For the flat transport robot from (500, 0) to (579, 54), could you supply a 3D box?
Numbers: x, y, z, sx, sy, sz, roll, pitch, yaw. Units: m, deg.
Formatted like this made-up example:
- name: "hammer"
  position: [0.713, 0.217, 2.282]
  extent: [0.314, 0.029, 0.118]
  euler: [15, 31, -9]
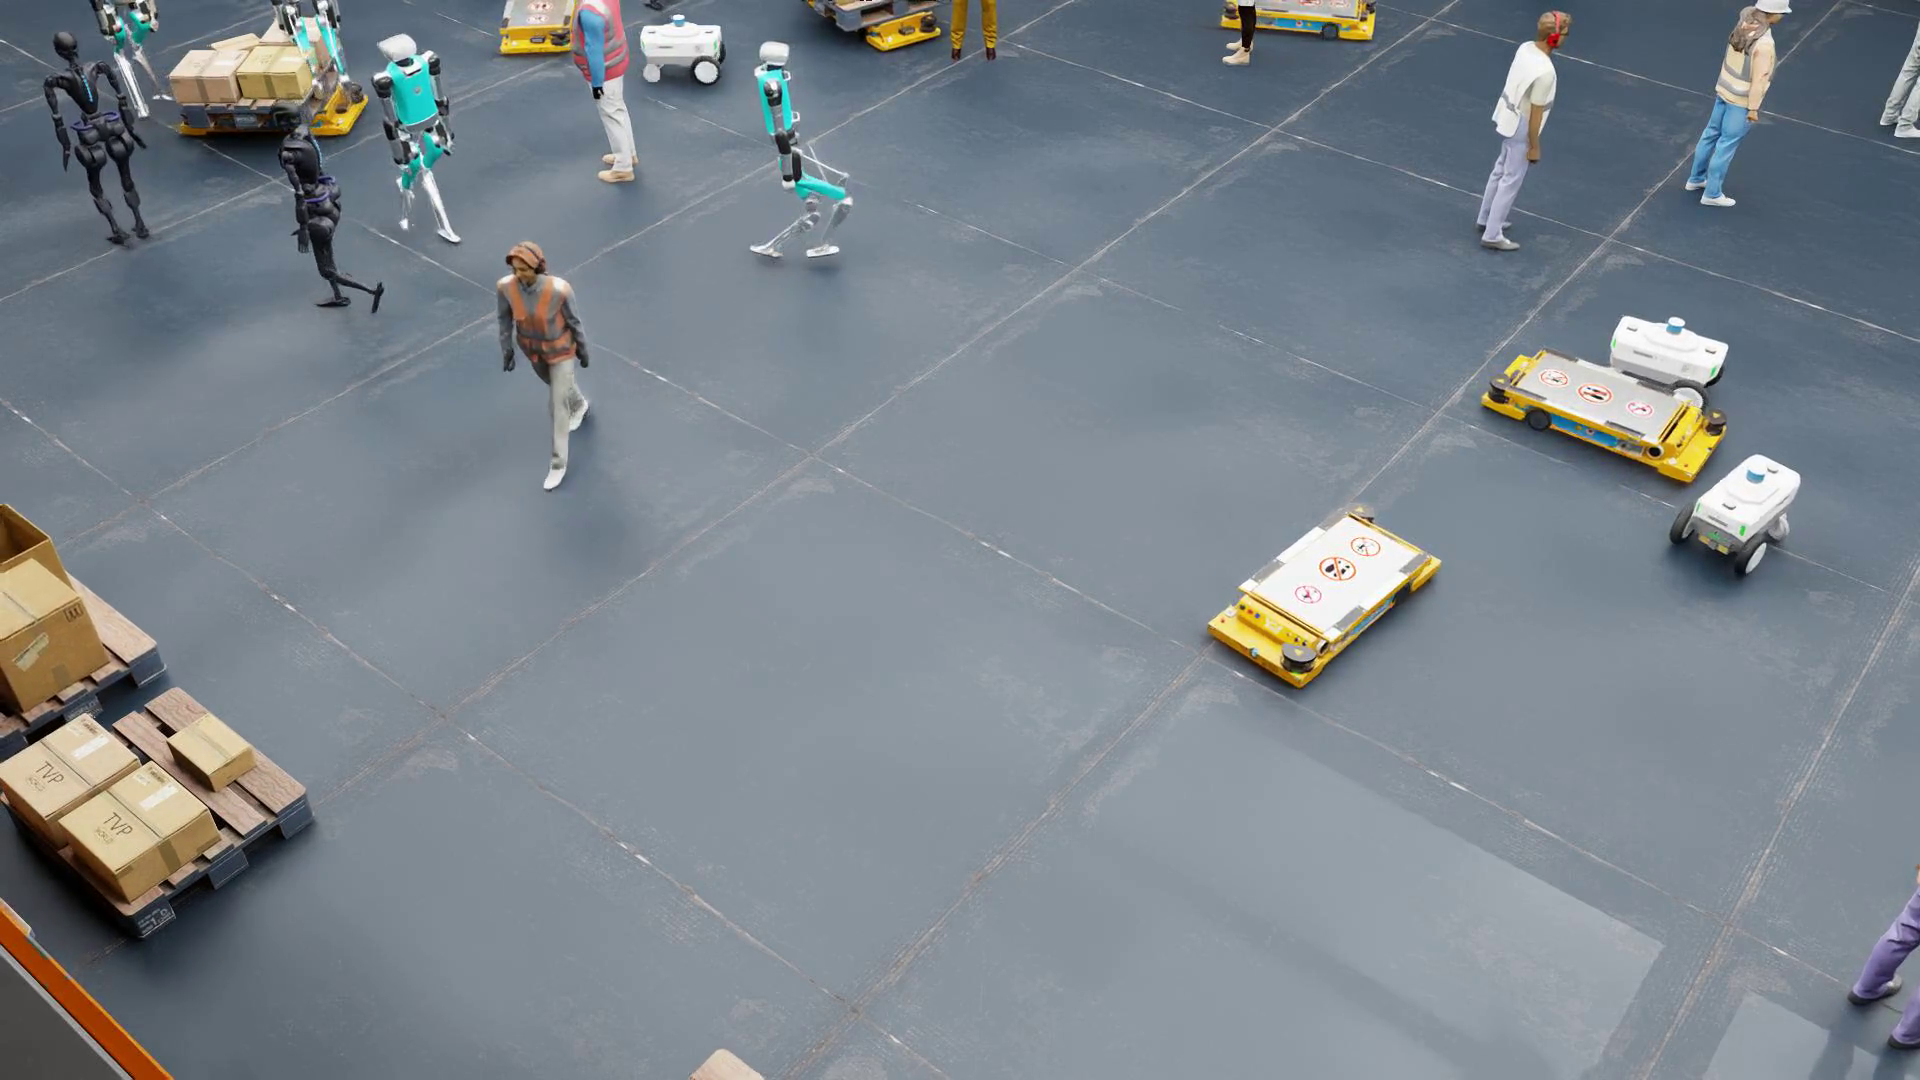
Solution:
- name: "flat transport robot"
  position: [-4.036, -5.072, 16.044]
  extent: [0.659, 0.231, 1.431]
  euler: [-4, 41, -5]

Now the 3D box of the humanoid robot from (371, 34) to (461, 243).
- name: "humanoid robot"
  position: [-4.142, -2.975, 12.526]
  extent: [0.565, 1.880, 0.816]
  euler: [-32, 50, -32]

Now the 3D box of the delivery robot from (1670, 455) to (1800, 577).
- name: "delivery robot"
  position: [4.731, -0.177, 10.072]
  extent: [0.774, 0.603, 0.510]
  euler: [-30, 49, -31]

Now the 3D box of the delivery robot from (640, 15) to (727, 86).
- name: "delivery robot"
  position: [-2.494, -4.461, 15.115]
  extent: [0.786, 0.608, 0.499]
  euler: [0, 40, 0]

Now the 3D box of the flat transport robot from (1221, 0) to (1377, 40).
- name: "flat transport robot"
  position: [3.284, -5.108, 16.087]
  extent: [1.431, 0.231, 0.659]
  euler: [9, 41, 10]

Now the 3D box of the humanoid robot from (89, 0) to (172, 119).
- name: "humanoid robot"
  position: [-7.199, -4.484, 14.224]
  extent: [0.787, 1.782, 0.540]
  euler: [28, 48, 29]

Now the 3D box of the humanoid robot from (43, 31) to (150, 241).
- name: "humanoid robot"
  position: [-6.495, -3.035, 12.556]
  extent: [0.311, 1.650, 0.610]
  euler: [31, 49, 32]

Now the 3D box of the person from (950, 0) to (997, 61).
- name: "person"
  position: [0.146, -5.209, 15.069]
  extent: [0.533, 1.750, 0.343]
  euler: [0, 40, 1]

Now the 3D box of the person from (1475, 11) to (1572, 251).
- name: "person"
  position: [4.193, -3.068, 12.481]
  extent: [0.388, 1.837, 0.562]
  euler: [1, 40, 1]

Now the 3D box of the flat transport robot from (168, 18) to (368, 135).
- name: "flat transport robot"
  position: [-5.974, -3.757, 14.498]
  extent: [1.431, 0.231, 0.659]
  euler: [0, 40, 0]

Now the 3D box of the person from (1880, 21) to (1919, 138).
- name: "person"
  position: [8.201, -4.204, 13.896]
  extent: [0.320, 1.729, 0.490]
  euler: [-9, 41, -10]

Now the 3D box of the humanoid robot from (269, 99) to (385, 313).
- name: "humanoid robot"
  position: [-4.473, -2.353, 11.767]
  extent: [0.582, 1.635, 0.611]
  euler: [-1, 40, -1]

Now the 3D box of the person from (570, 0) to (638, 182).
- name: "person"
  position: [-2.864, -3.771, 13.312]
  extent: [0.432, 1.835, 0.630]
  euler: [1, 40, 1]

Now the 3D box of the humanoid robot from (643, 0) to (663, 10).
- name: "humanoid robot"
  position: [-3.072, -5.964, 16.007]
  extent: [0.402, 1.654, 0.601]
  euler: [32, 50, 32]

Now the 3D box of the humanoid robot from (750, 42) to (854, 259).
- name: "humanoid robot"
  position: [-1.147, -2.804, 12.239]
  extent: [0.913, 1.765, 0.552]
  euler: [-6, 41, -7]

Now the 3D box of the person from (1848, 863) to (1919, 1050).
- name: "person"
  position: [4.299, 1.520, 7.085]
  extent: [0.392, 1.836, 0.557]
  euler: [-16, 43, -18]

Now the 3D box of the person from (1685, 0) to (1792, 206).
- name: "person"
  position: [6.095, -3.472, 13.036]
  extent: [0.370, 1.727, 0.493]
  euler: [-5, 41, -6]

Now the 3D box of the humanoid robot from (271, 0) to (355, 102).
- name: "humanoid robot"
  position: [-5.448, -4.315, 14.017]
  extent: [0.540, 1.793, 0.663]
  euler: [-18, 43, -19]

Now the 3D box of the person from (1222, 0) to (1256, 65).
- name: "person"
  position: [2.599, -5.167, 15.059]
  extent: [0.322, 1.691, 0.532]
  euler: [9, 41, 11]

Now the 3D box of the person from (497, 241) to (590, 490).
- name: "person"
  position: [-2.594, -1.209, 10.471]
  extent: [0.529, 1.591, 0.864]
  euler: [10, 41, 12]

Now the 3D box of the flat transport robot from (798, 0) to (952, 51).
- name: "flat transport robot"
  position: [-0.850, -5.127, 16.110]
  extent: [0.659, 0.231, 1.431]
  euler: [-24, 46, -26]

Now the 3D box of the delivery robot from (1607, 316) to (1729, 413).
- name: "delivery robot"
  position: [4.789, -1.238, 11.306]
  extent: [0.765, 0.586, 0.499]
  euler: [22, 45, 24]

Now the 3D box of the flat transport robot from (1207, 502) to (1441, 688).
- name: "flat transport robot"
  position: [2.152, 0.293, 9.733]
  extent: [0.659, 0.231, 1.431]
  euler: [33, 50, 32]

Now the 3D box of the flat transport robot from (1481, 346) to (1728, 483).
- name: "flat transport robot"
  position: [4.293, -0.866, 11.096]
  extent: [1.431, 0.231, 0.659]
  euler: [26, 47, 27]
